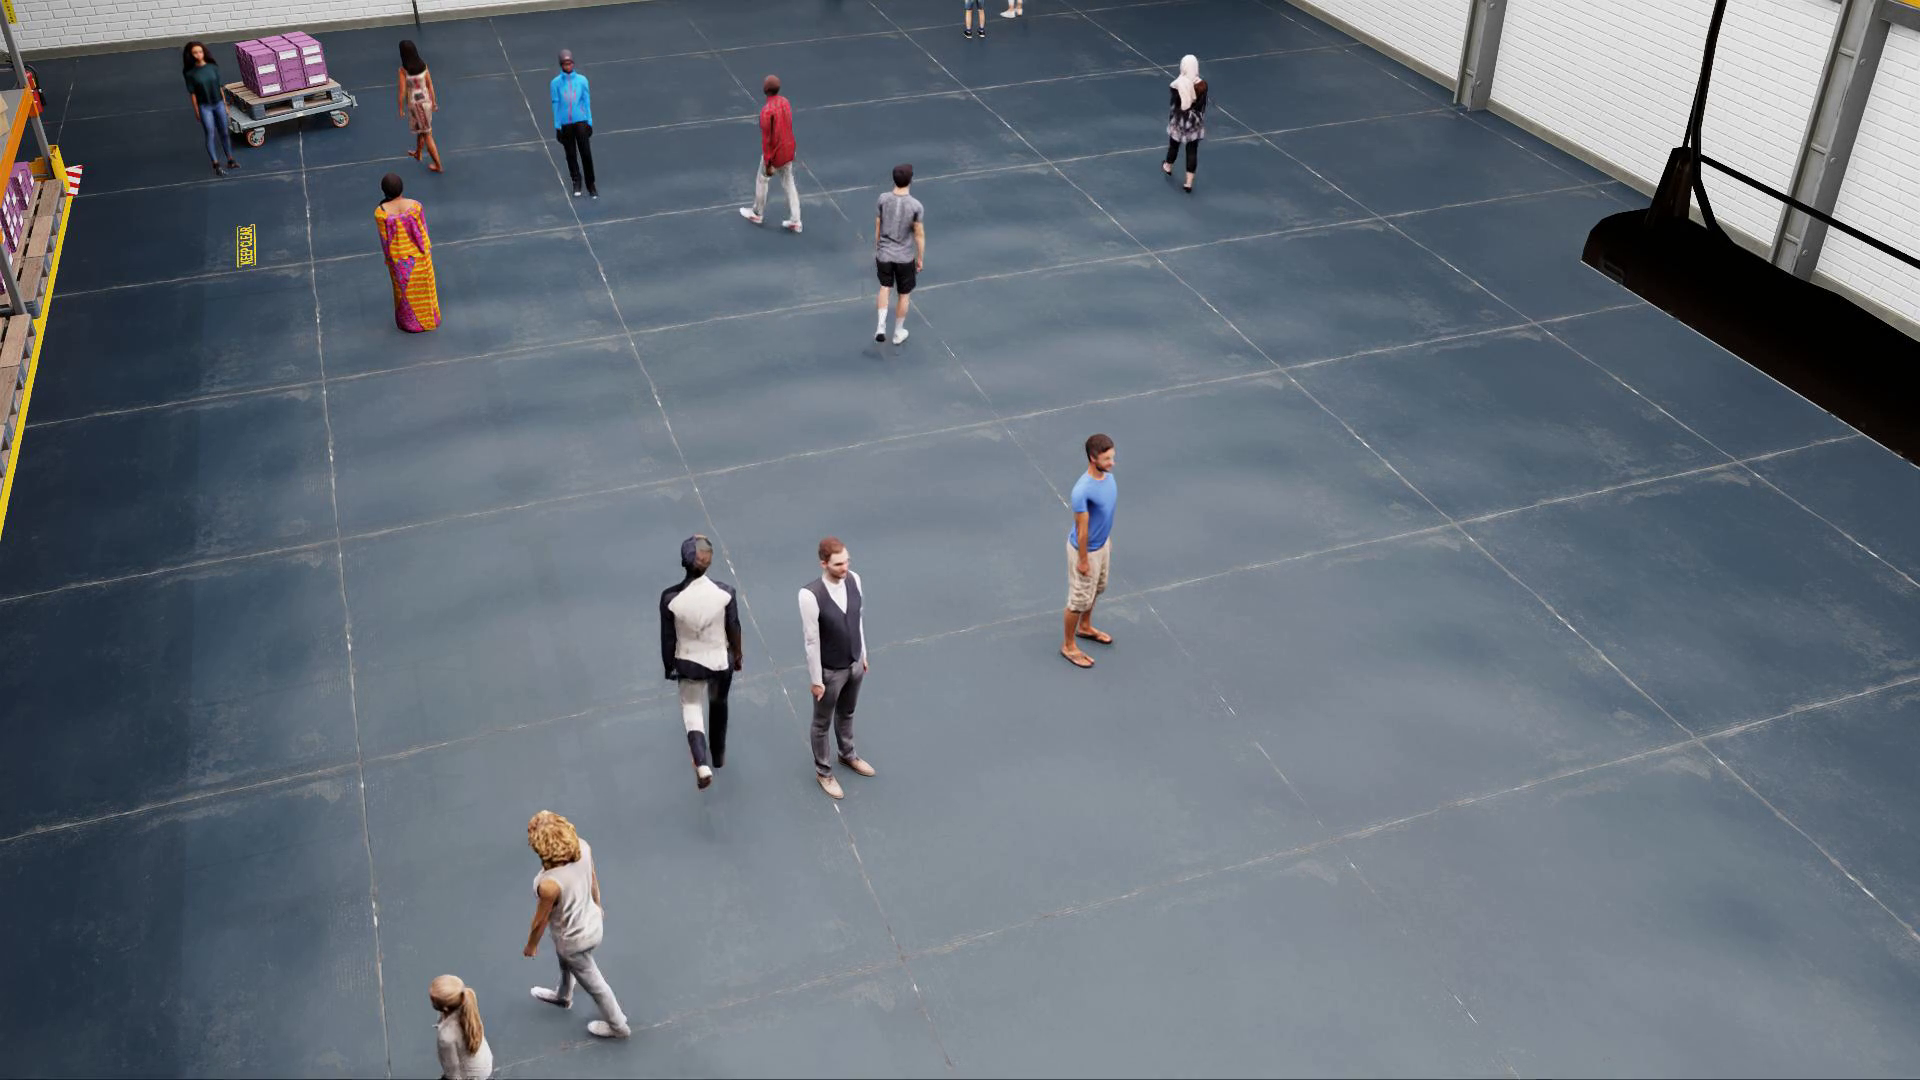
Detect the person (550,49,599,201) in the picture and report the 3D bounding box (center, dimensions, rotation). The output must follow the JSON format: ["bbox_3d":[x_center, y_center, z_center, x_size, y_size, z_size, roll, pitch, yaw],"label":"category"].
[{"bbox_3d":[-4.633,-4.995,19.873,0.651,1.779,0.777,-7,34,-10],"label":"person"}]

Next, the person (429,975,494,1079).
[{"bbox_3d":[-2.521,2.749,8.688,0.744,1.263,0.732,5,34,8],"label":"person"}]

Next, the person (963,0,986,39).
[{"bbox_3d":[0.220,-8.388,25.277,0.508,1.448,0.479,-11,35,-16],"label":"person"}]

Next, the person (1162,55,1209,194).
[{"bbox_3d":[2.759,-4.968,19.991,0.775,1.603,1.071,-4,34,-6],"label":"person"}]

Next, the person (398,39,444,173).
[{"bbox_3d":[-6.611,-5.331,20.519,1.042,1.624,0.946,19,38,26],"label":"person"}]

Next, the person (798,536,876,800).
[{"bbox_3d":[-0.827,0.801,11.005,0.726,1.944,0.739,28,43,35],"label":"person"}]

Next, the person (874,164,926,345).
[{"bbox_3d":[-0.657,-2.783,16.487,0.900,1.843,0.963,9,35,13],"label":"person"}]

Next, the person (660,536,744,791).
[{"bbox_3d":[-1.678,0.856,10.985,0.779,1.873,1.015,-7,34,-10],"label":"person"}]

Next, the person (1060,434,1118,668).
[{"bbox_3d":[0.955,0.031,12.237,0.767,1.862,0.730,18,38,25],"label":"person"}]

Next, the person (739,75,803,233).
[{"bbox_3d":[-2.004,-4.363,18.911,1.176,1.792,1.029,22,39,29],"label":"person"}]

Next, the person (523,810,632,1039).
[{"bbox_3d":[-2.051,2.181,9.202,0.914,1.640,0.932,7,34,11],"label":"person"}]

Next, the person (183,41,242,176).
[{"bbox_3d":[-9.277,-5.367,20.579,0.689,1.617,0.711,-27,42,-34],"label":"person"}]

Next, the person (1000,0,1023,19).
[{"bbox_3d":[0.827,-9.102,26.101,0.667,1.724,0.649,-28,43,-35],"label":"person"}]

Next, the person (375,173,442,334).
[{"bbox_3d":[-5.630,-2.949,16.879,0.688,1.686,0.700,-18,38,-25],"label":"person"}]
